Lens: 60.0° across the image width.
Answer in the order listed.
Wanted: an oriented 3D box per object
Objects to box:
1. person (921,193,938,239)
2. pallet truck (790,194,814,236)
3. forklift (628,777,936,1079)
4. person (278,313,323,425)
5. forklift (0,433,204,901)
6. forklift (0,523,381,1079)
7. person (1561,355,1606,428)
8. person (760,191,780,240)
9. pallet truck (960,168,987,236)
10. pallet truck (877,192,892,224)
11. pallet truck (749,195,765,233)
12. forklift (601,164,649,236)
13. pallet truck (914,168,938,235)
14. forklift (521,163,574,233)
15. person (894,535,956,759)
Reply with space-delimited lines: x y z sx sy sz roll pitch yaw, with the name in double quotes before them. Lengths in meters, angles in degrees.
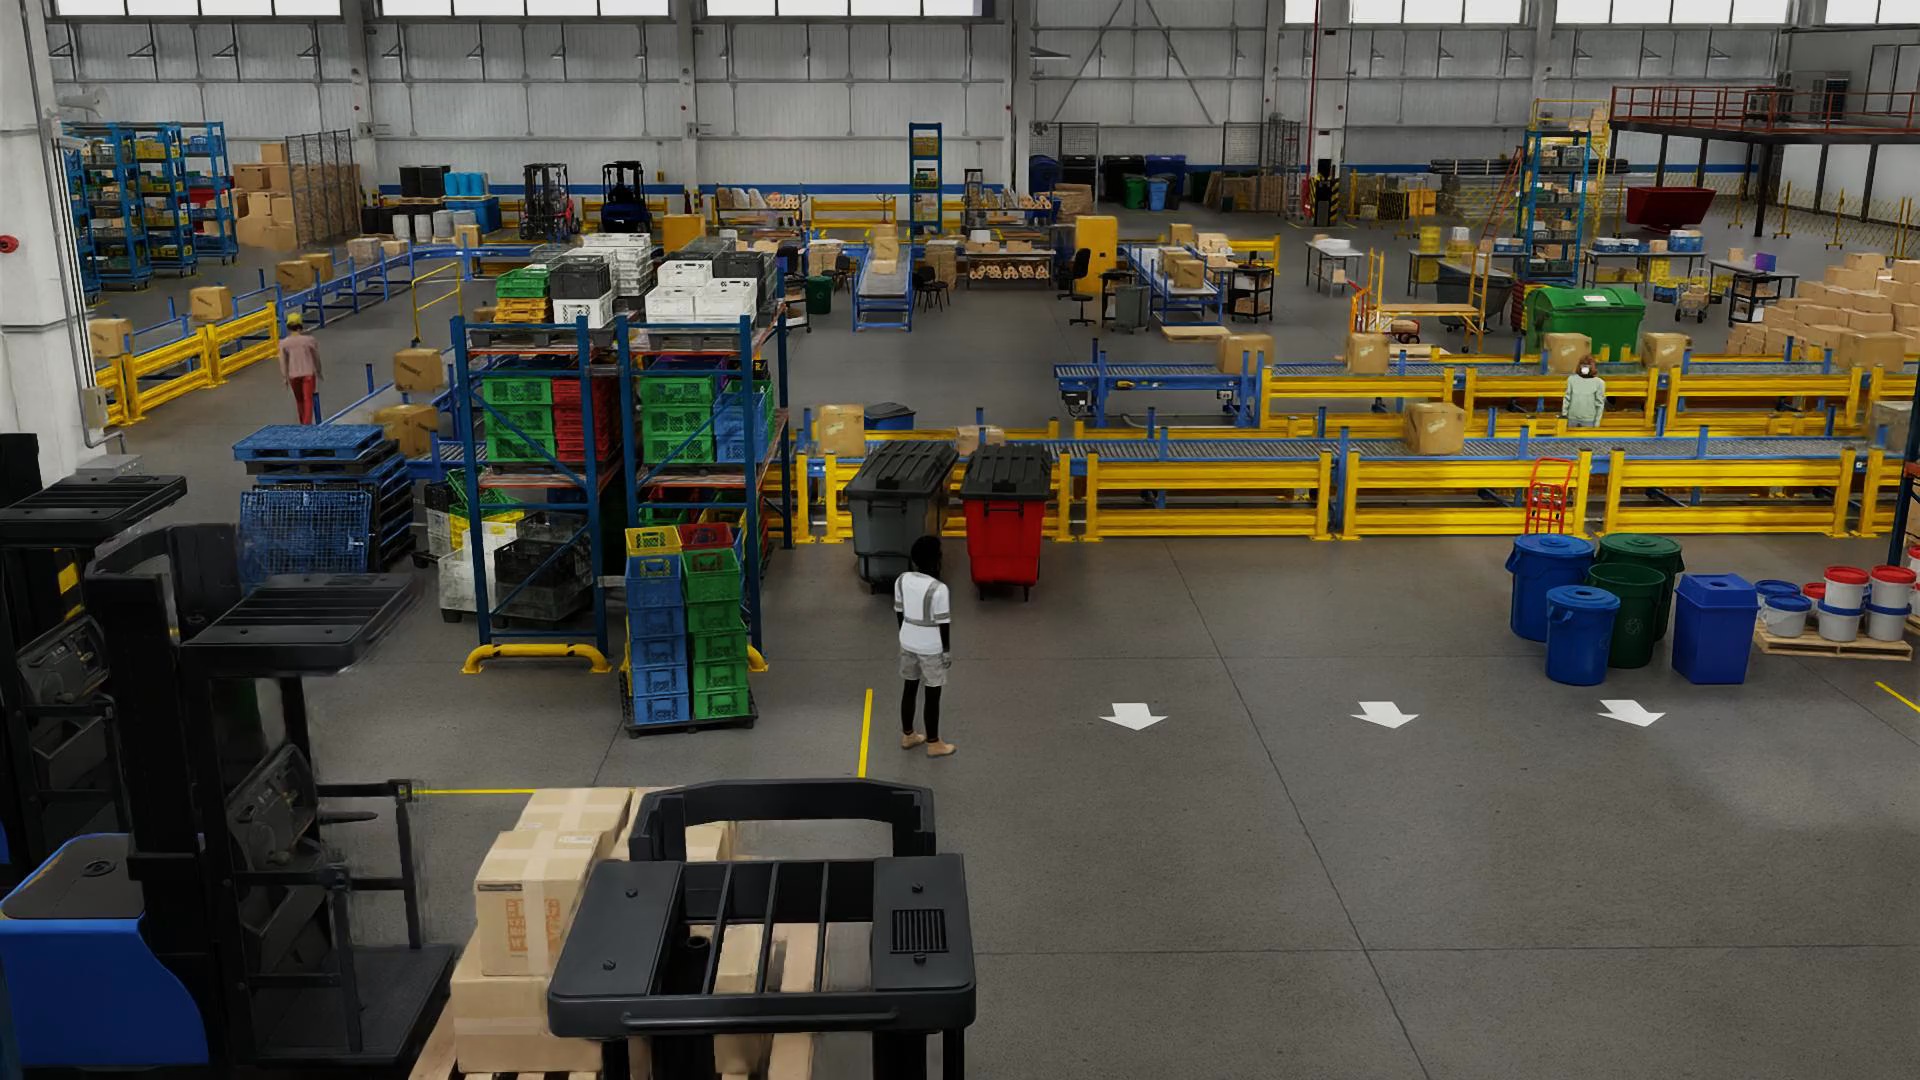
"person" -0.873 -9.384 47.461 0.536 1.890 0.666 -11 19 -34
"pallet truck" -4.814 -9.883 50.259 0.704 1.261 1.522 -1 16 -3
"forklift" -0.542 2.165 5.552 1.129 2.768 1.873 -1 16 -2
"person" -9.130 -2.276 23.033 0.518 1.733 0.864 -3 16 -10
"forklift" -5.952 0.780 10.366 1.873 2.768 1.129 0 16 -1
"forklift" -3.817 1.365 8.331 1.873 2.768 1.129 0 16 -1
"person" 7.606 -1.461 20.371 0.505 1.636 0.278 14 21 40
"person" -4.684 -7.549 40.906 0.480 1.991 0.793 7 17 23
"pallet truck" 0.383 -10.230 50.206 0.823 1.965 1.885 -1 16 -3
"pallet truck" -2.277 -9.986 50.594 0.653 1.274 1.630 0 16 -1
"pallet truck" -6.051 -9.967 50.660 0.680 1.201 1.601 0 16 -1
"forklift" -9.948 -10.127 49.296 1.157 1.987 2.680 -1 16 -3
"pallet truck" -0.989 -10.316 50.507 0.823 1.965 1.885 1 16 3
"forklift" -12.233 -10.122 49.298 1.157 1.987 2.680 0 16 -1
"person" -0.266 0.792 12.431 0.537 1.695 0.321 15 22 42
